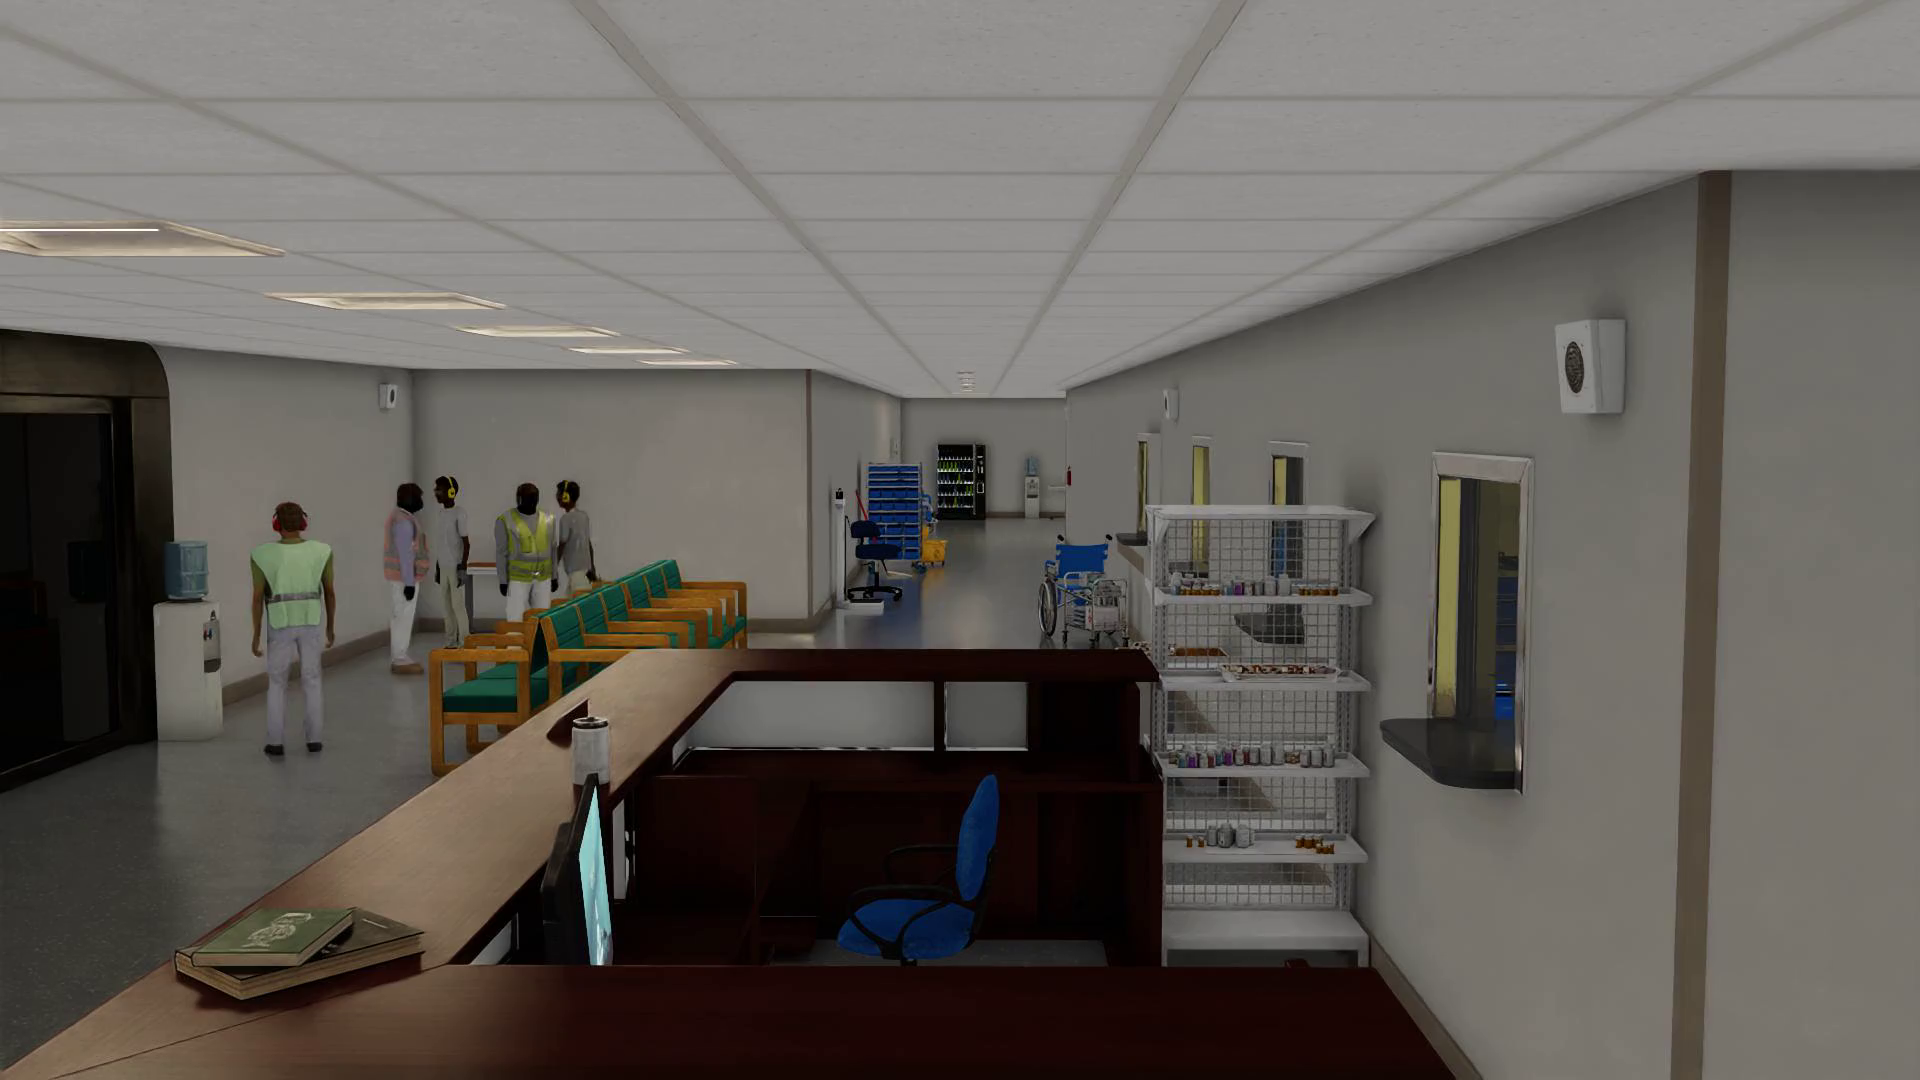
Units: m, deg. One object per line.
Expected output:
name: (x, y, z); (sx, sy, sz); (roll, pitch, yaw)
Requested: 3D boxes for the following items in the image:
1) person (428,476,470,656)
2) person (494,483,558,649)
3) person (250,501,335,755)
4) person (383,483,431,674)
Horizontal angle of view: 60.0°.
person: (-5.164, 0.287, 16.835); (0.539, 1.869, 0.313); (4, 6, 44)
person: (-4.191, 0.360, 16.136); (0.619, 1.835, 0.434); (-3, 5, -38)
person: (-4.831, 0.641, 12.069); (0.579, 1.845, 0.404); (-2, 5, -31)
person: (-5.303, 0.373, 15.968); (0.433, 1.832, 0.666); (-2, 4, -25)
